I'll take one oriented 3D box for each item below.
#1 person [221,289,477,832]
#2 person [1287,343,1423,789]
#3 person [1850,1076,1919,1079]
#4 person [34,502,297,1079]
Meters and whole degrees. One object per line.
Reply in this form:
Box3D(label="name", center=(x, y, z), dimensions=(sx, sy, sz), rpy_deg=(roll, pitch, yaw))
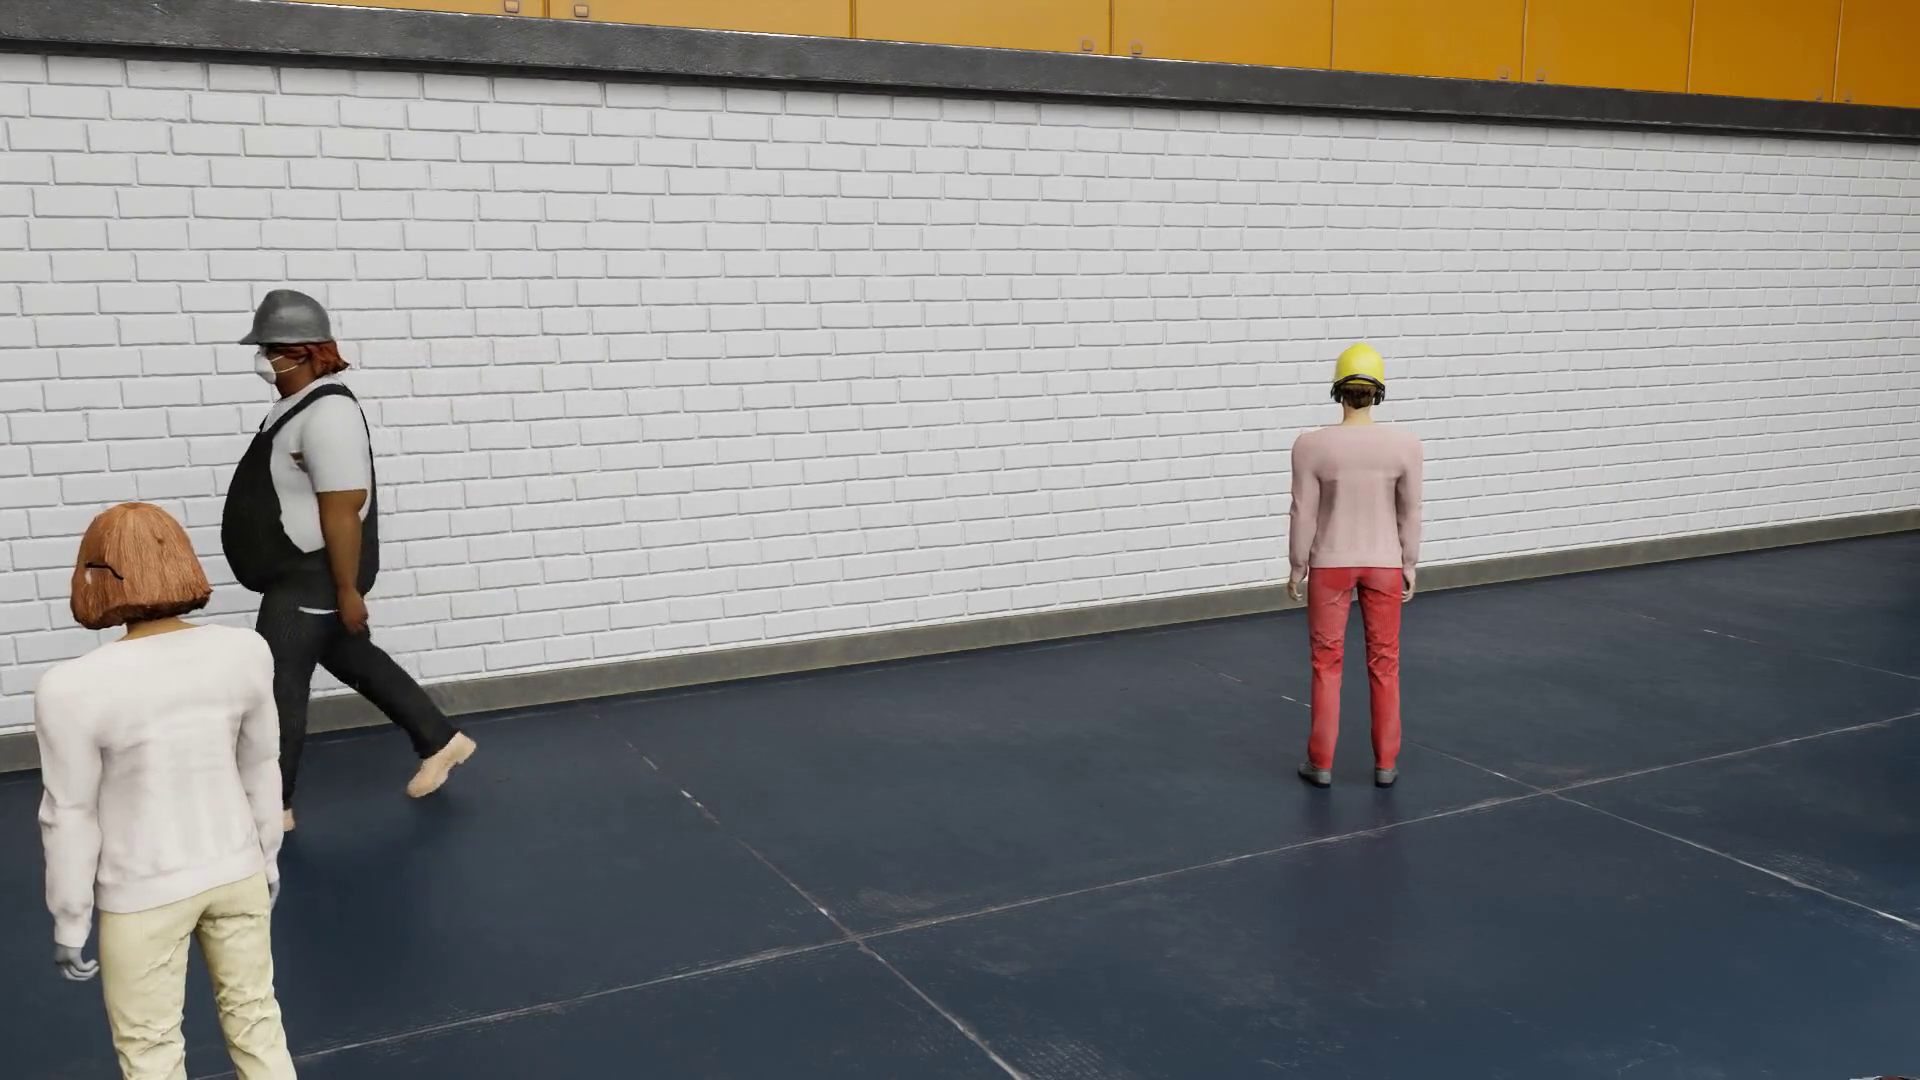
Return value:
Box3D(label="person", center=(-2.327, 0.045, 6.184), dimensions=(0.975, 2.000, 0.682), rpy_deg=(-4, 11, -23))
Box3D(label="person", center=(1.556, 0.112, 6.588), dimensions=(0.522, 1.769, 0.318), rpy_deg=(1, 10, 3))
Box3D(label="person", center=(0.769, 0.937, 1.180), dimensions=(0.617, 1.993, 1.030), rpy_deg=(0, 10, 3))
Box3D(label="person", center=(-1.622, 0.731, 3.440), dimensions=(0.287, 1.627, 0.497), rpy_deg=(7, 12, 34))
